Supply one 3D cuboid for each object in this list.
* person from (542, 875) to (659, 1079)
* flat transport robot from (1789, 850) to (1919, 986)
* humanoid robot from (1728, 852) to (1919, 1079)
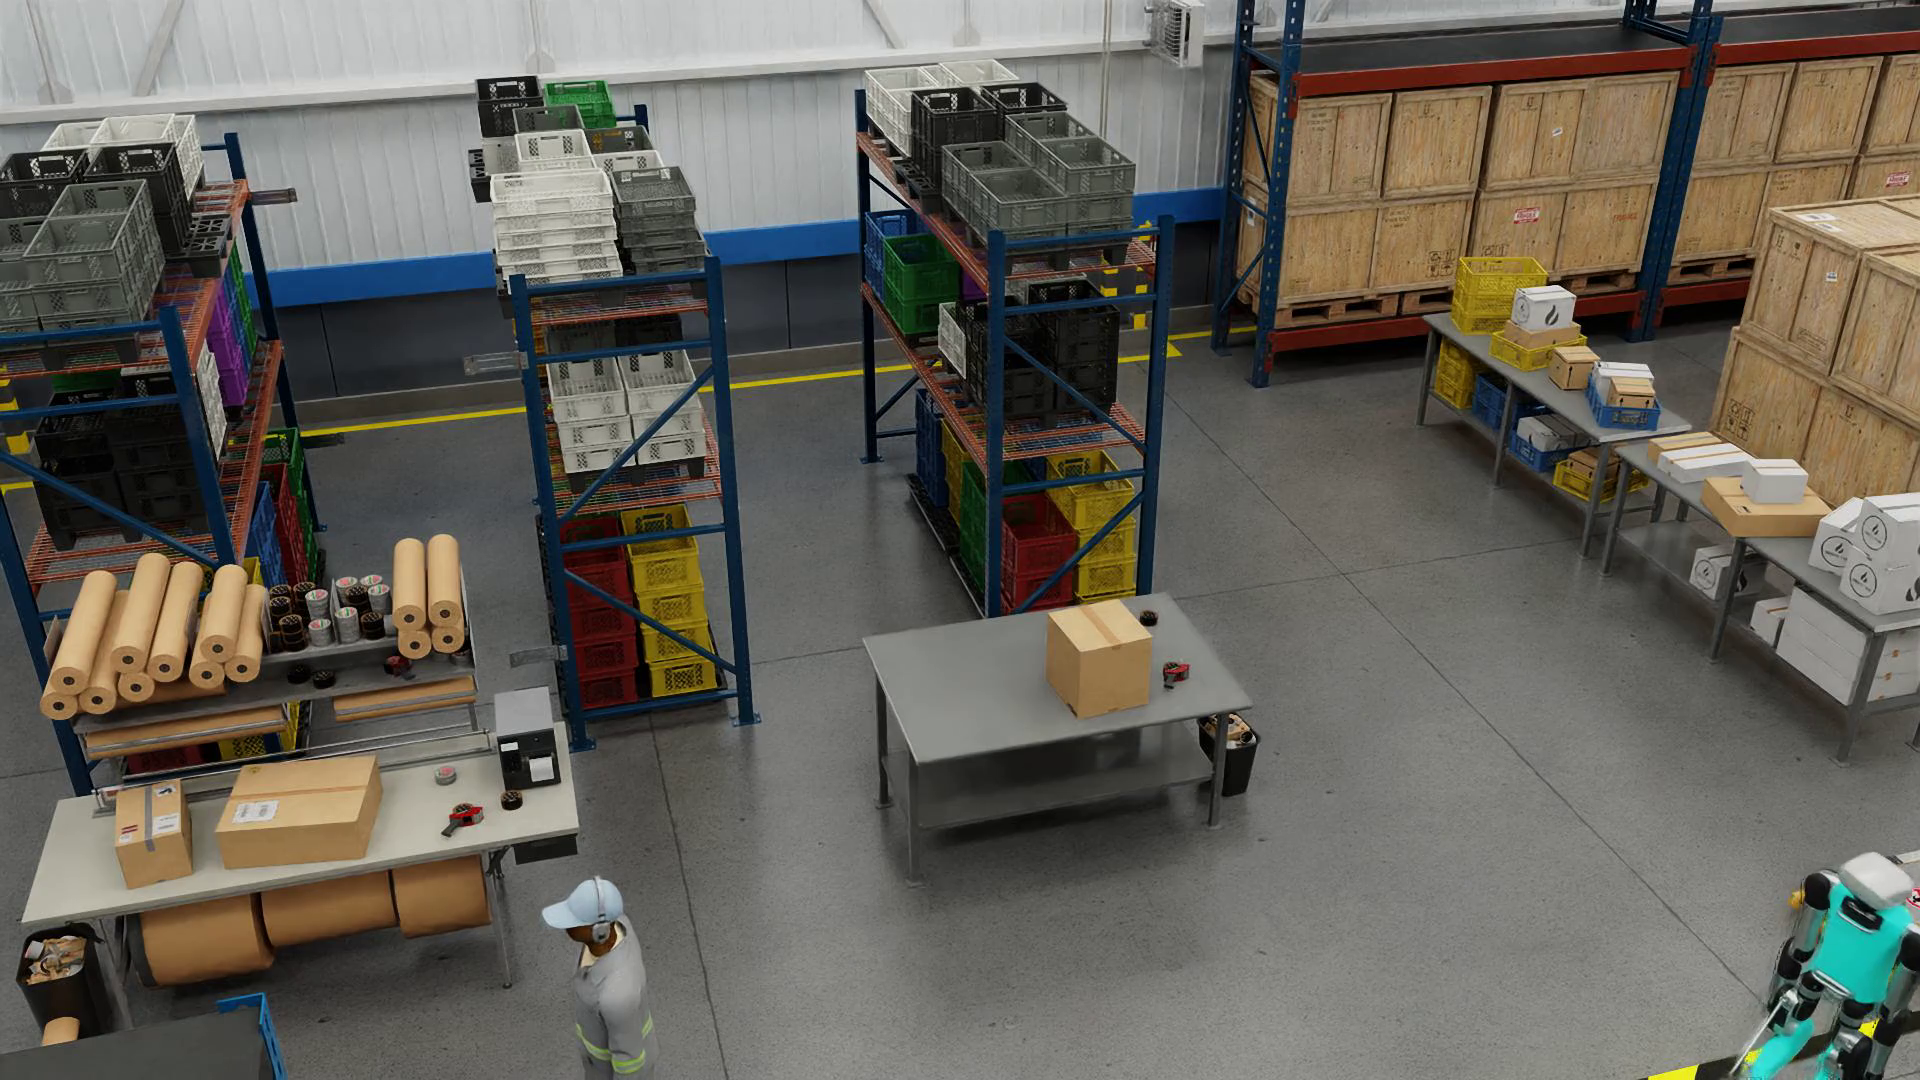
[{"bbox_3d":[-1.402,2.094,6.707,0.367,1.852,0.589,-10,30,-17],"label":"person"},{"bbox_3d":[5.163,1.916,8.676,1.431,0.231,0.659,-8,30,-14],"label":"flat transport robot"},{"bbox_3d":[3.349,2.135,6.792,0.990,1.774,0.539,-16,33,-27],"label":"humanoid robot"}]
